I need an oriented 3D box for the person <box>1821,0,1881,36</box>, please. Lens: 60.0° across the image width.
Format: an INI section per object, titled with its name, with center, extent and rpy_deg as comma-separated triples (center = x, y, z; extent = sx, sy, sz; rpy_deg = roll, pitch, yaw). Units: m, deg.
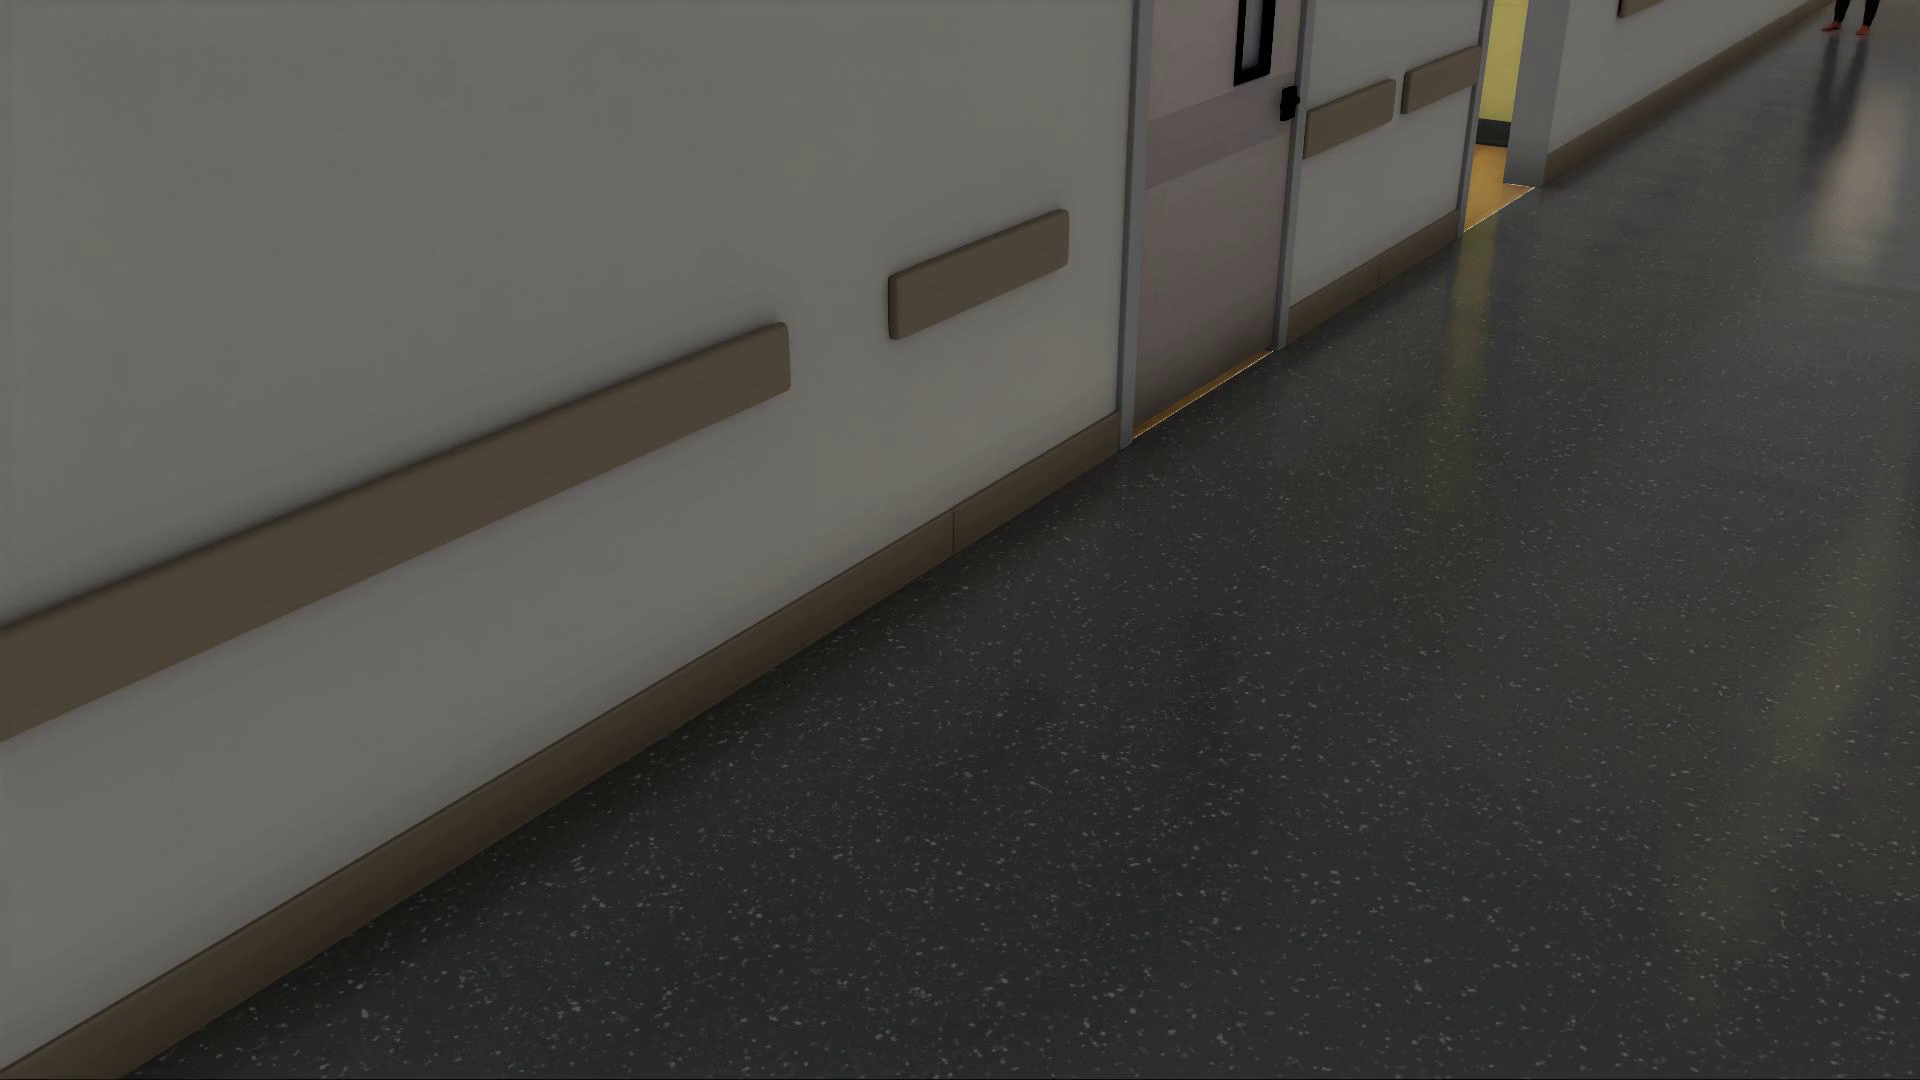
[person]
center = 7.967, -5.330, 14.500
extent = 0.712, 1.726, 0.538
rpy_deg = -21, 33, -36
